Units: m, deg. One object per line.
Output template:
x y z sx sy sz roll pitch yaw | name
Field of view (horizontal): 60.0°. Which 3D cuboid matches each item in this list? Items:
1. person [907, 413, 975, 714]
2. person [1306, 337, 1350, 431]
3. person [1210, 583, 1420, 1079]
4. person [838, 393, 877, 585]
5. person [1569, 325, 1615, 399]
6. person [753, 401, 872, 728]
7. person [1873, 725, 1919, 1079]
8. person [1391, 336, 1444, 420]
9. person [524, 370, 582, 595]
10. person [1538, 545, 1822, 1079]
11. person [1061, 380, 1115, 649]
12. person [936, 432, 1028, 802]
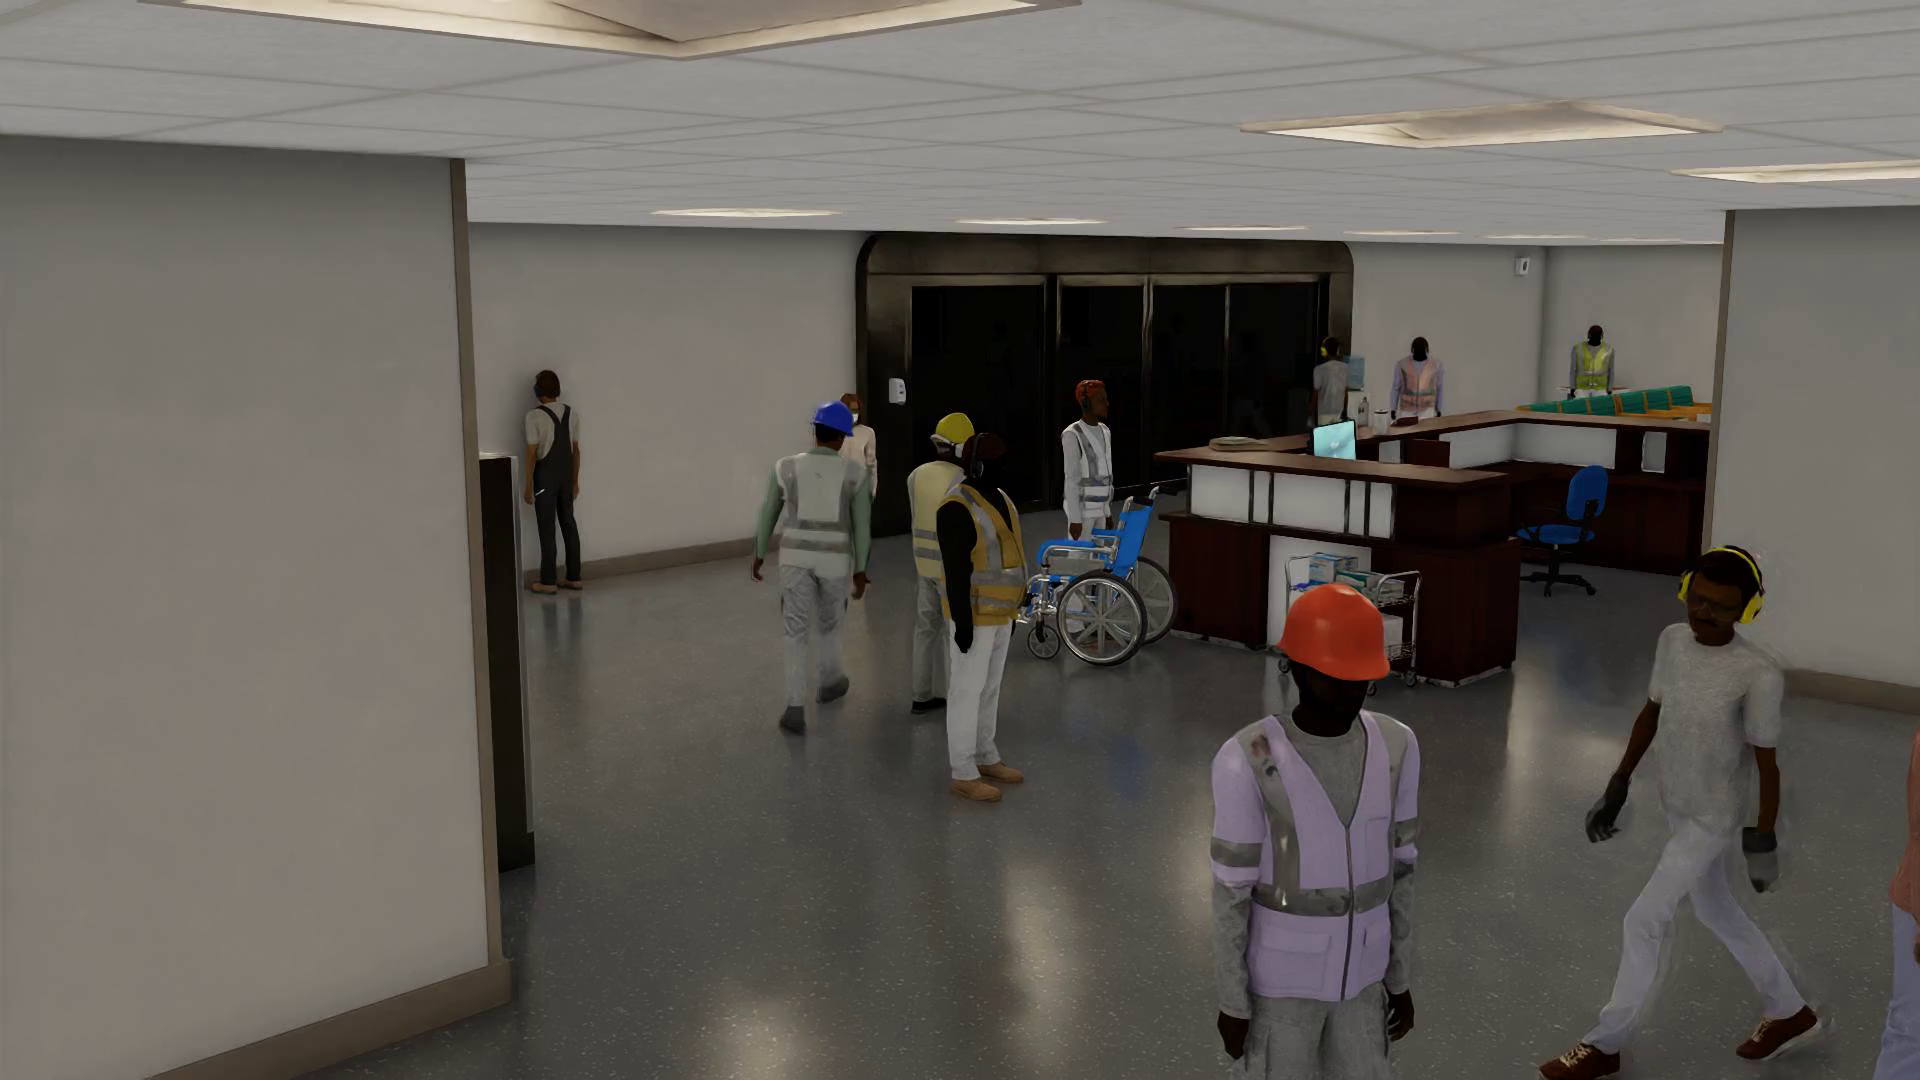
-0.058 0.164 9.798 0.404 1.823 0.584 -9 13 -43 | person
4.387 -1.490 19.808 0.567 1.850 0.447 -4 10 -23 | person
0.871 1.048 4.045 0.539 1.929 0.389 -3 10 -18 | person
-0.934 -0.420 13.966 0.504 1.627 0.285 -4 10 -22 | person
9.301 -2.244 24.507 0.626 1.841 0.429 3 10 15 | person
-0.873 0.133 9.818 0.720 1.879 0.986 0 9 -2 | person
2.781 1.032 4.633 0.522 1.767 0.316 -9 13 -42 | person
5.881 -1.722 21.407 0.639 1.810 0.920 3 10 18 | person
-3.336 -0.473 13.637 0.340 1.839 0.511 7 12 37 | person
2.434 0.888 5.388 0.995 1.809 0.546 -1 9 -7 | person
0.917 -0.190 11.750 0.356 1.884 0.574 5 11 29 | person
0.128 0.376 8.413 0.429 1.845 0.621 4 10 24 | person
